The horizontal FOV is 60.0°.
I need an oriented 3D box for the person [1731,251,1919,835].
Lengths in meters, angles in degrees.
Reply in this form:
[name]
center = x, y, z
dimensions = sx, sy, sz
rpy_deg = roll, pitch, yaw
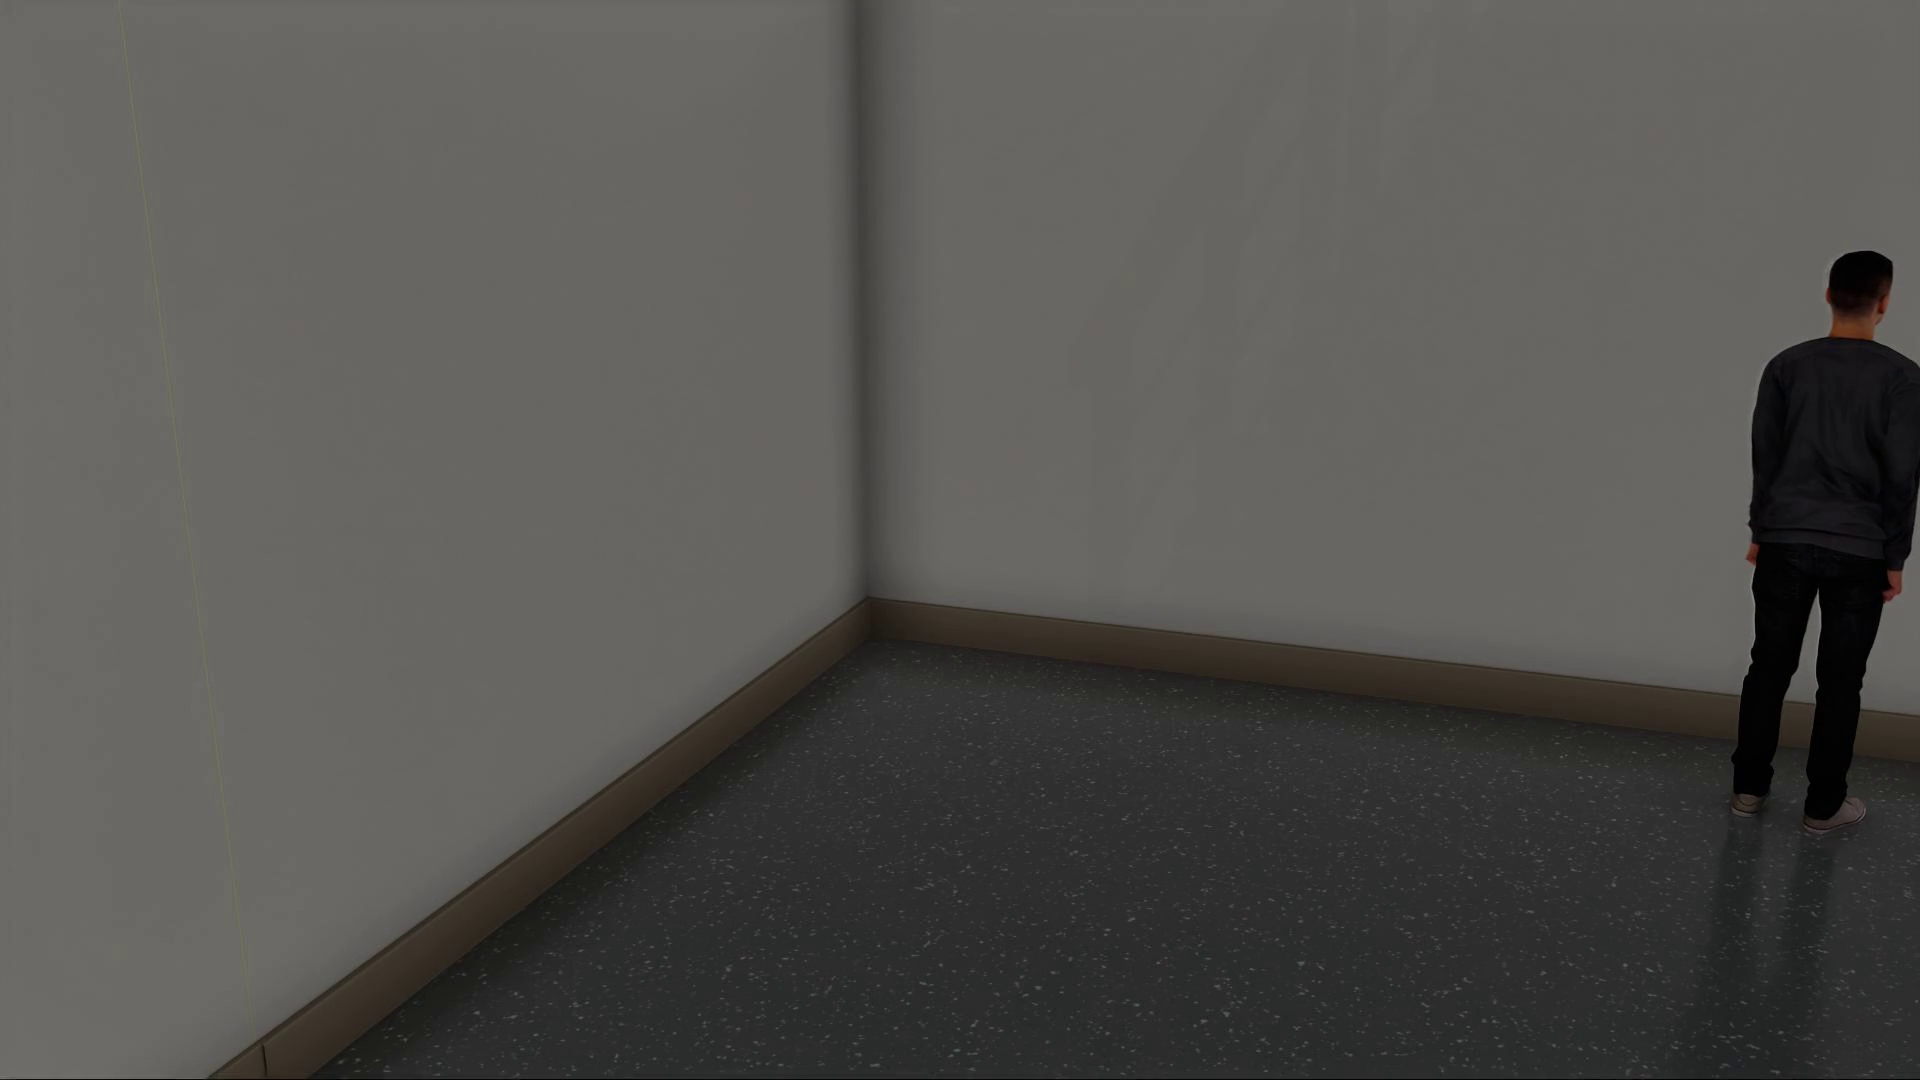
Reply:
[person]
center = 2.599, 0.017, 5.002
dimensions = 0.687, 1.761, 0.657
rpy_deg = 13, 20, 38
